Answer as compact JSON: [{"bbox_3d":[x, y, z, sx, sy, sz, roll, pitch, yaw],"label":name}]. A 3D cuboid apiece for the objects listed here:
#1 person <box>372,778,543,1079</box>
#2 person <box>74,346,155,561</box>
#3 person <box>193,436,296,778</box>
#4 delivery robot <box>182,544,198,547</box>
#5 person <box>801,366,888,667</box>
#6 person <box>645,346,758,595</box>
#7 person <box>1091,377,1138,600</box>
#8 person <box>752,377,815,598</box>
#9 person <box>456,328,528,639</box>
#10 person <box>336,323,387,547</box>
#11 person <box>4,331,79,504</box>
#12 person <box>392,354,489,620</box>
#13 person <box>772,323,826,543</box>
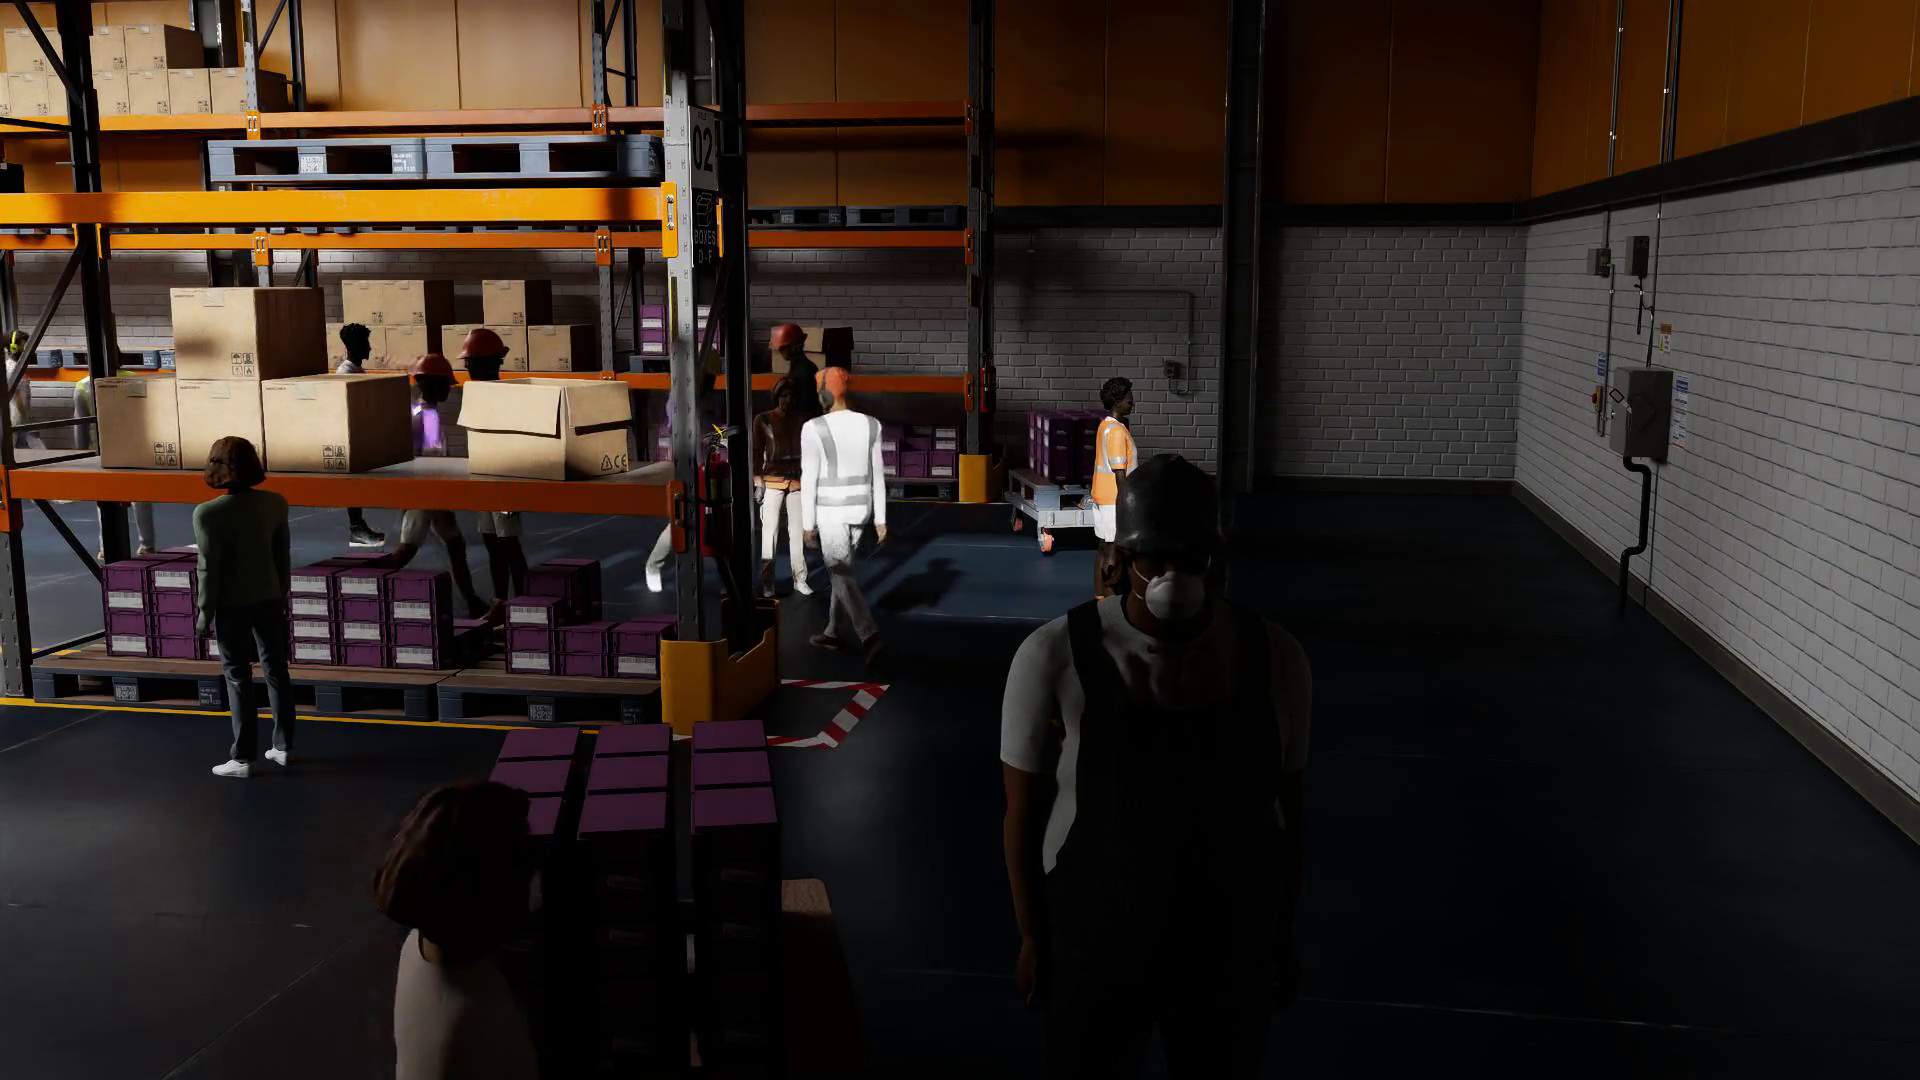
[{"bbox_3d":[-0.866,1.176,2.722,0.743,1.606,0.506,-3,10,-17],"label":"person"},{"bbox_3d":[-7.039,-0.733,13.889,0.630,1.837,0.429,-7,12,-38],"label":"person"},{"bbox_3d":[-3.423,0.317,7.968,0.285,1.636,0.500,5,11,30],"label":"person"},{"bbox_3d":[-5.291,0.151,12.052,0.707,0.478,0.477,4,10,22],"label":"delivery robot"},{"bbox_3d":[-0.692,-0.151,10.245,0.575,1.849,0.916,-7,11,-37],"label":"person"},{"bbox_3d":[-1.963,-0.516,12.371,0.880,1.889,0.625,5,11,30],"label":"person"},{"bbox_3d":[1.067,-0.269,11.419,0.318,1.697,0.535,-1,9,-6],"label":"person"},{"bbox_3d":[-1.297,-0.391,12.362,0.512,1.638,0.307,-4,10,-24],"label":"person"},{"bbox_3d":[-3.084,-0.369,10.964,0.395,2.042,0.611,-8,12,-40],"label":"person"},{"bbox_3d":[-5.298,-0.926,14.662,0.367,1.966,0.607,-2,9,-15],"label":"person"},{"bbox_3d":[-9.609,-1.228,17.018,1.011,1.815,0.521,-3,10,-16],"label":"person"},{"bbox_3d":[-3.602,-0.303,11.118,1.029,1.874,0.557,-3,10,-18],"label":"person"},{"bbox_3d":[-1.413,-0.950,14.834,0.500,1.964,0.645,-4,10,-22],"label":"person"}]
